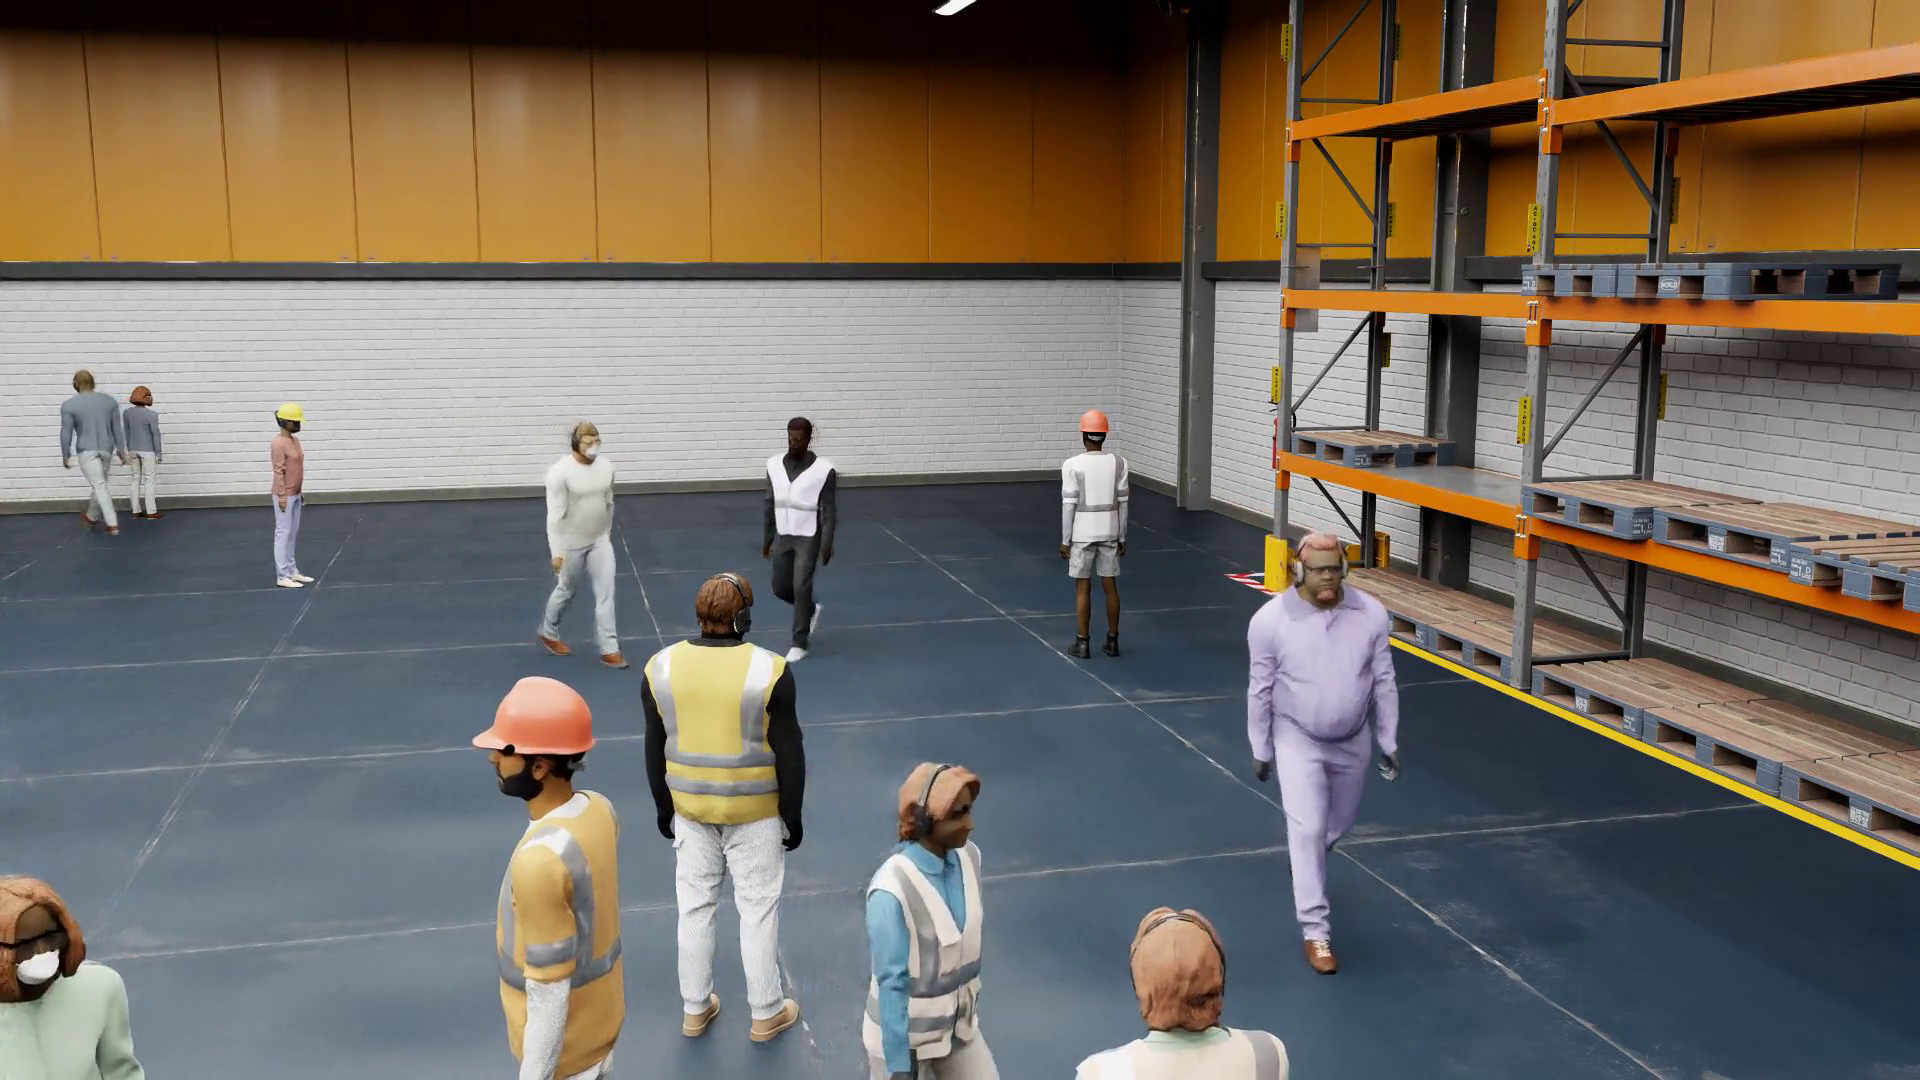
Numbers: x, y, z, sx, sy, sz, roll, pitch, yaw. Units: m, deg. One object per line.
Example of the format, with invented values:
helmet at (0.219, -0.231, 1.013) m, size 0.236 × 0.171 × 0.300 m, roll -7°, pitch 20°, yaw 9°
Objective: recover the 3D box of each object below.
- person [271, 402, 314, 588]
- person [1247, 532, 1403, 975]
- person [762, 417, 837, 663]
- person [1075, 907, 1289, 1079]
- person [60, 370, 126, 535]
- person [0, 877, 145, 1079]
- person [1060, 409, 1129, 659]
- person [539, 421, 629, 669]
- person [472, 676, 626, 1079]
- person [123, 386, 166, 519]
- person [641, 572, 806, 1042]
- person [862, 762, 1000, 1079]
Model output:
person at (-6.385, -0.433, 15.888) m, size 0.339 × 1.764 × 0.526 m, roll 0°, pitch 9°, yaw -2°
person at (1.596, 0.870, 7.423) m, size 0.641 × 1.875 × 0.916 m, roll -1°, pitch 9°, yaw -8°
person at (-1.220, -0.027, 12.944) m, size 0.617 × 1.895 × 0.632 m, roll 4°, pitch 10°, yaw 25°
person at (0.469, 1.599, 3.597) m, size 0.523 × 1.636 × 0.310 m, roll -3°, pitch 10°, yaw -18°
person at (-9.997, -1.006, 19.122) m, size 1.062 × 1.870 × 0.638 m, roll 7°, pitch 11°, yaw 36°
person at (-2.224, 1.555, 3.983) m, size 0.795 × 1.605 × 0.507 m, roll 5°, pitch 11°, yaw 30°
person at (1.032, -0.045, 12.921) m, size 0.549 × 1.936 × 0.377 m, roll -2°, pitch 9°, yaw -15°
person at (-2.938, 0.018, 12.715) m, size 0.952 × 1.896 × 0.643 m, roll 8°, pitch 12°, yaw 41°
person at (-1.080, 1.313, 4.436) m, size 0.352 × 1.942 × 0.546 m, roll 0°, pitch 9°, yaw 1°
person at (-9.934, -1.061, 20.244) m, size 0.494 × 1.624 × 0.285 m, roll 2°, pitch 9°, yaw 13°
person at (-0.897, 1.036, 6.474) m, size 0.633 × 1.842 × 0.429 m, roll 2°, pitch 9°, yaw 12°
person at (-0.081, 1.427, 4.723) m, size 0.372 × 1.629 × 0.531 m, roll 7°, pitch 11°, yaw 36°
